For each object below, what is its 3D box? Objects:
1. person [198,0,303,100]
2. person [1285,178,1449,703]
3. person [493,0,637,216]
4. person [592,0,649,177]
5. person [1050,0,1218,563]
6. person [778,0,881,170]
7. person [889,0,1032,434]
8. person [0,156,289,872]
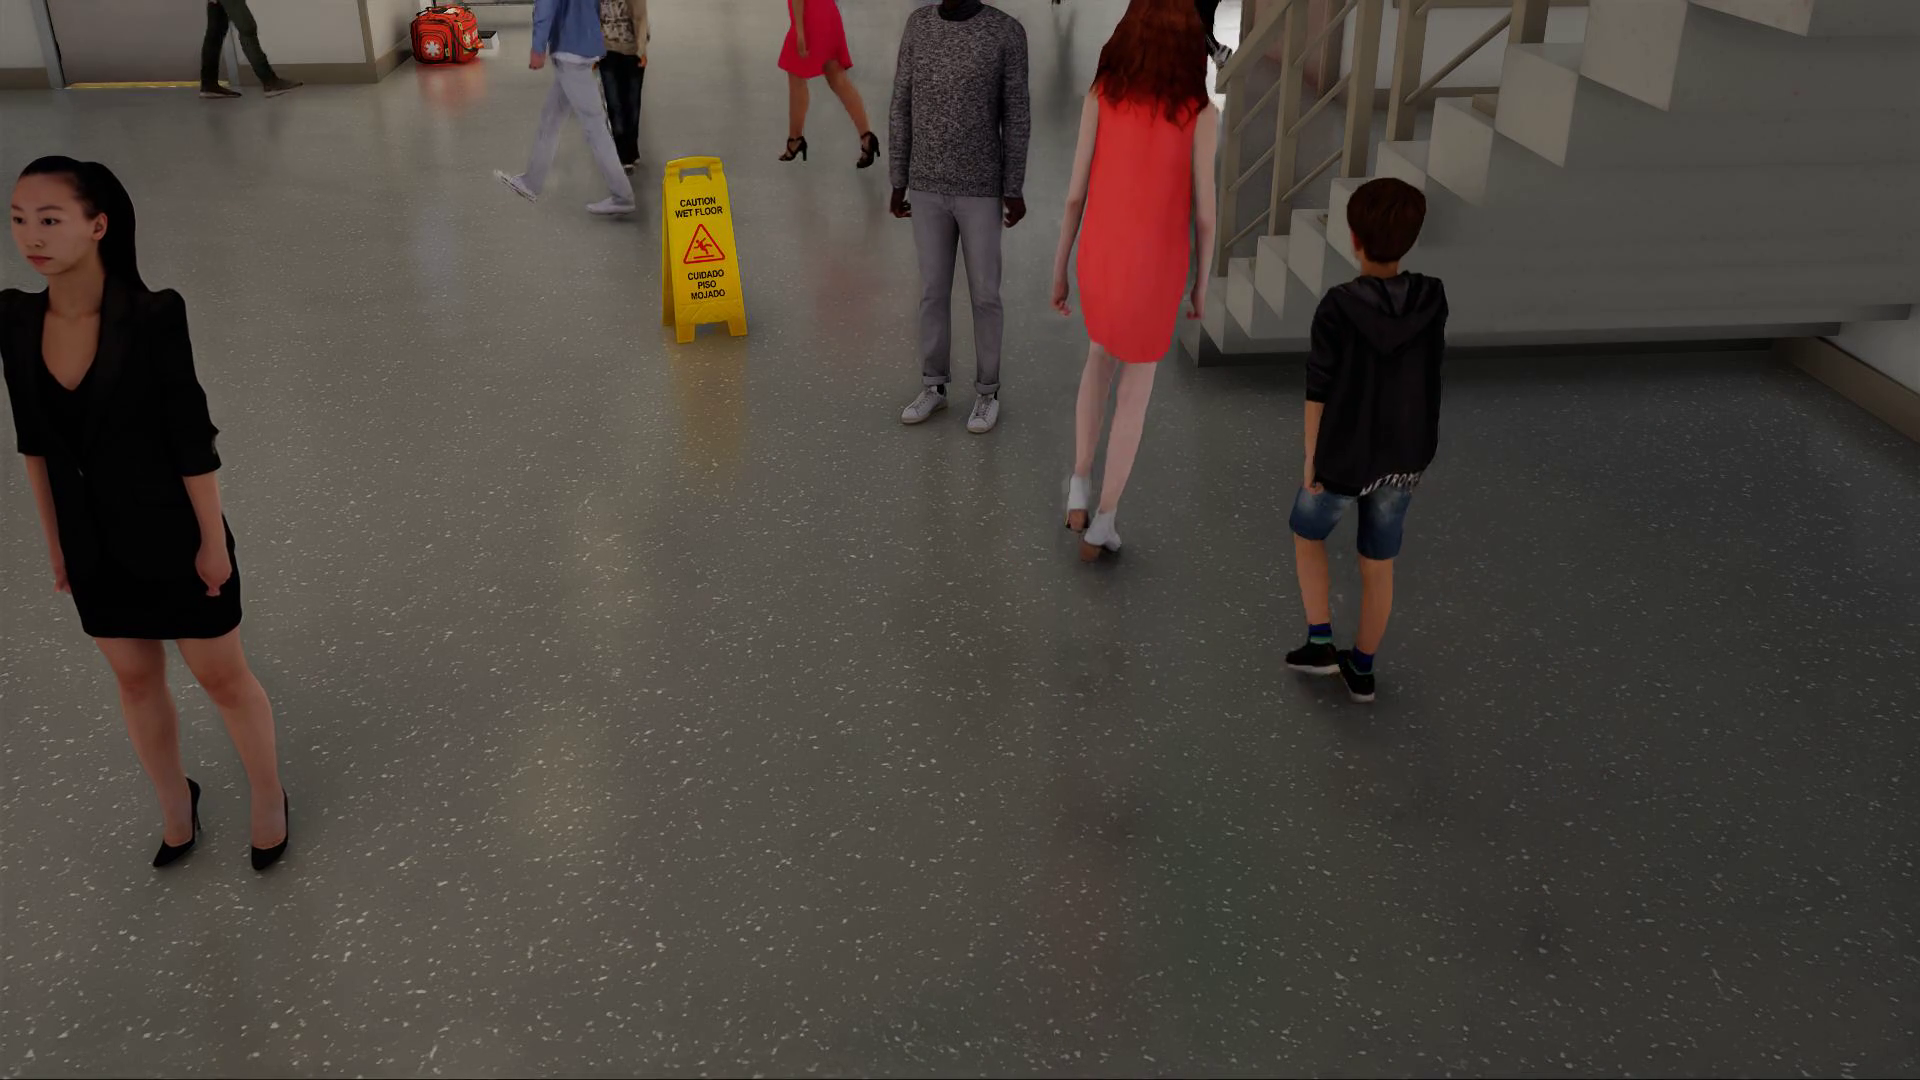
[{"bbox_3d":[-5.447,-4.011,12.046,0.750,1.625,0.940,-5,26,-11],"label":"person"},{"bbox_3d":[1.092,-0.210,4.382,0.528,1.436,0.528,-2,26,-4],"label":"person"},{"bbox_3d":[-2.008,-2.644,8.957,0.890,1.847,1.081,3,26,6],"label":"person"},{"bbox_3d":[-2.050,-2.949,10.076,0.625,1.423,1.023,-5,26,-11],"label":"person"},{"bbox_3d":[0.502,-0.737,5.056,0.731,1.801,0.743,7,27,15],"label":"person"},{"bbox_3d":[-0.785,-3.041,9.974,1.042,1.679,1.031,17,30,31],"label":"person"},{"bbox_3d":[0.003,-1.328,6.238,0.765,1.838,0.720,9,27,18],"label":"person"},{"bbox_3d":[-1.782,0.000,3.648,0.622,1.695,0.577,2,26,4],"label":"person"}]
